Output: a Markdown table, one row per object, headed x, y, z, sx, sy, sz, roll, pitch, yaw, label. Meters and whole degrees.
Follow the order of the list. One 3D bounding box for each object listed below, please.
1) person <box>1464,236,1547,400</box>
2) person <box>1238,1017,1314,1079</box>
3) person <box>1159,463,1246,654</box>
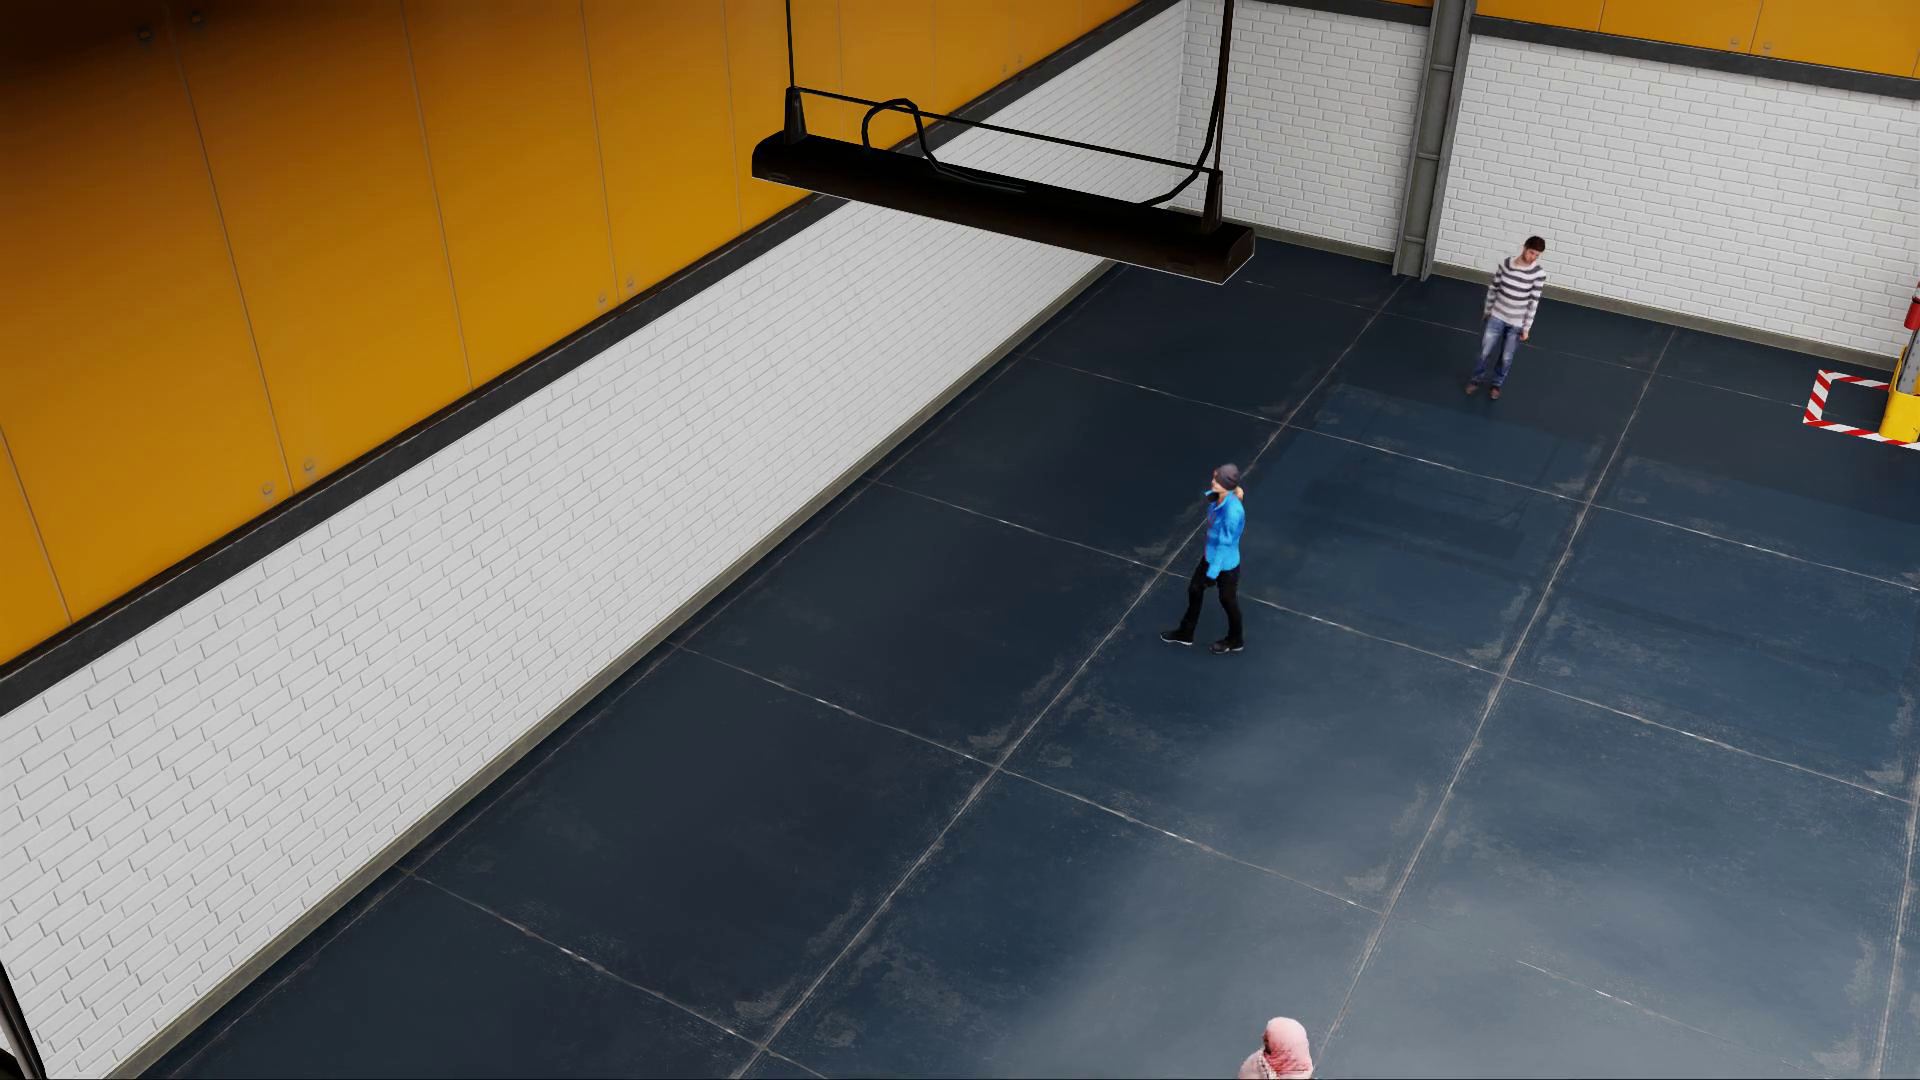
| x | y | z | sx | sy | sz | roll | pitch | yaw | label |
| --- | --- | --- | --- | --- | --- | --- | --- | --- | --- |
| 5.514 | -2.250 | 16.761 | 0.774 | 1.818 | 0.539 | -29 | 43 | -36 | person |
| 1.660 | 3.148 | 8.666 | 0.936 | 1.789 | 0.680 | 14 | 36 | 20 | person |
| 2.158 | 0.172 | 13.153 | 1.038 | 1.779 | 0.930 | -2 | 34 | -4 | person |
